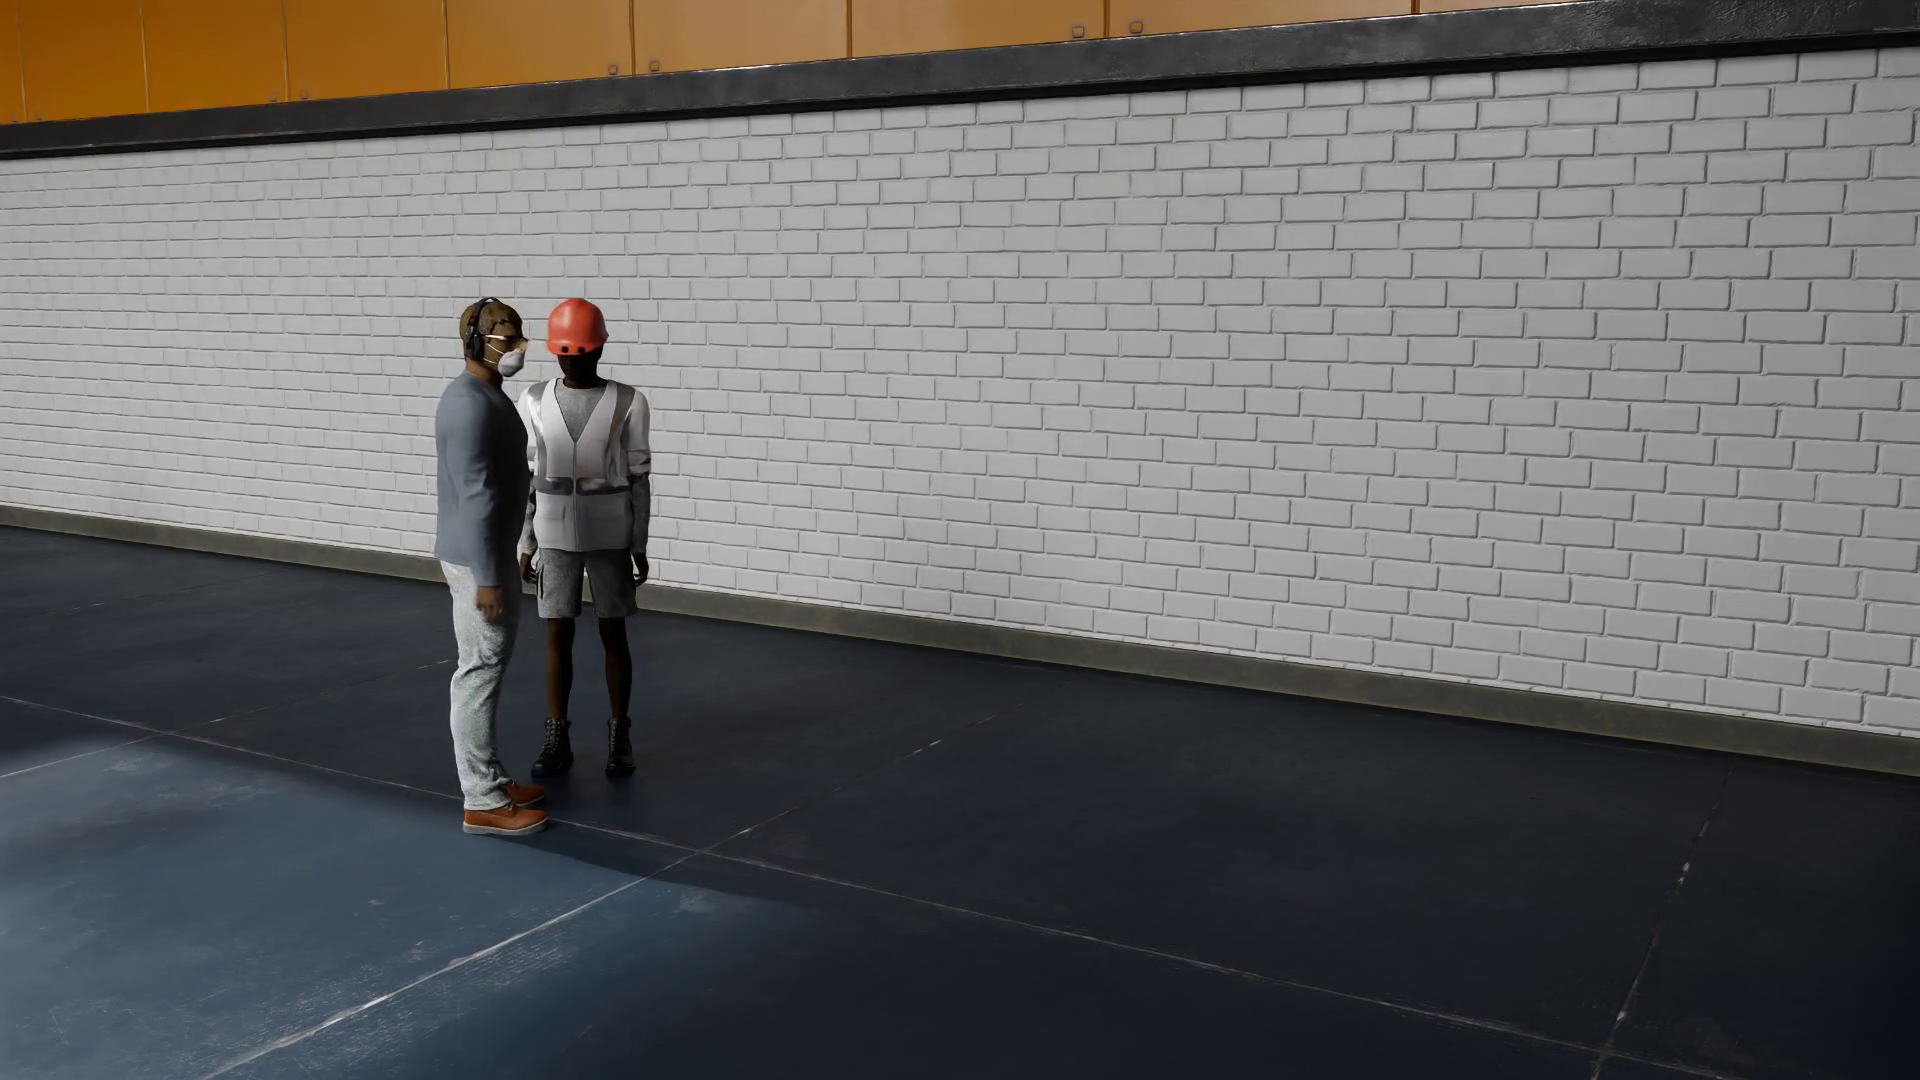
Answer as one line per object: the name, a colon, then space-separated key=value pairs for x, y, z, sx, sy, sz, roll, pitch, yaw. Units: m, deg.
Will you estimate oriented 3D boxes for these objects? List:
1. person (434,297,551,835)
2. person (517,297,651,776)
person: x=-1.715 y=0.092 z=6.075 sx=0.379 sy=1.937 sz=0.629 roll=-2 pitch=9 yaw=-10
person: x=-1.510 y=0.000 z=6.676 sx=0.542 sy=1.928 sz=0.376 roll=0 pitch=9 yaw=-2
